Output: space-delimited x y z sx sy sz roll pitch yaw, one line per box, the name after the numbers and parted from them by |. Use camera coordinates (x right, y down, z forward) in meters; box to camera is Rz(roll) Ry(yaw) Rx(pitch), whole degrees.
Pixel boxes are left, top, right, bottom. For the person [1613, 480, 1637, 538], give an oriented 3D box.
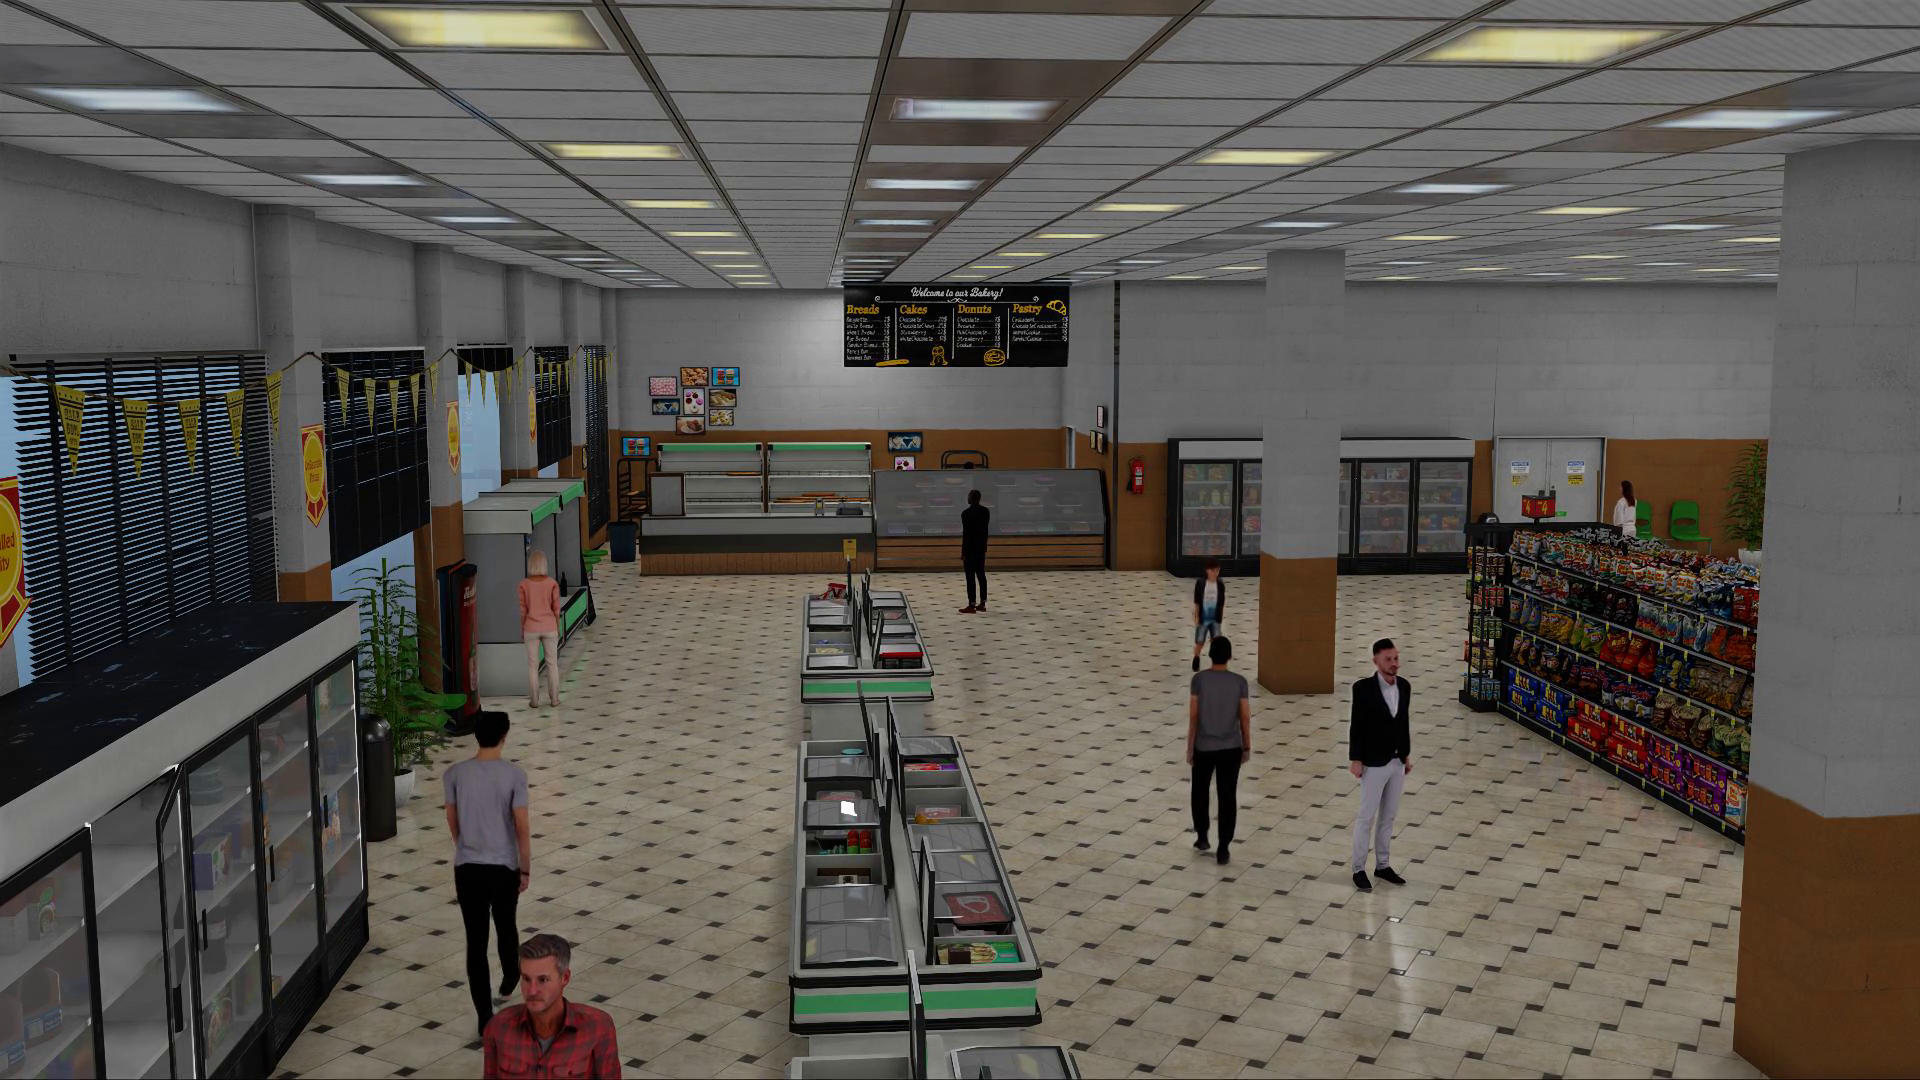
11.009 -0.146 27.518 0.683 1.688 0.687 -5 8 -34 | person

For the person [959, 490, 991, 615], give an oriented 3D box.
0.219 0.160 24.441 0.832 1.819 0.784 6 9 42 | person

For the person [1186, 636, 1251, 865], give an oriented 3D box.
1.966 1.618 12.707 0.708 1.740 0.718 1 7 8 | person

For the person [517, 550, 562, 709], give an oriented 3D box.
-4.589 0.964 18.182 0.638 1.724 0.574 -2 7 -15 | person

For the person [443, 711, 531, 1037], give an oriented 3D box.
-2.756 1.950 9.608 0.647 1.823 1.058 -1 7 -5 | person

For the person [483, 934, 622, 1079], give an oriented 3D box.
-1.528 2.354 6.241 0.704 1.829 0.568 0 7 -1 | person

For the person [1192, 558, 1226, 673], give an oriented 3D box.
2.925 0.930 19.706 0.525 1.426 0.910 -1 7 -5 | person

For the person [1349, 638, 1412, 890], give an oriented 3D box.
3.099 1.623 12.233 0.718 1.842 0.639 -3 7 -22 | person
